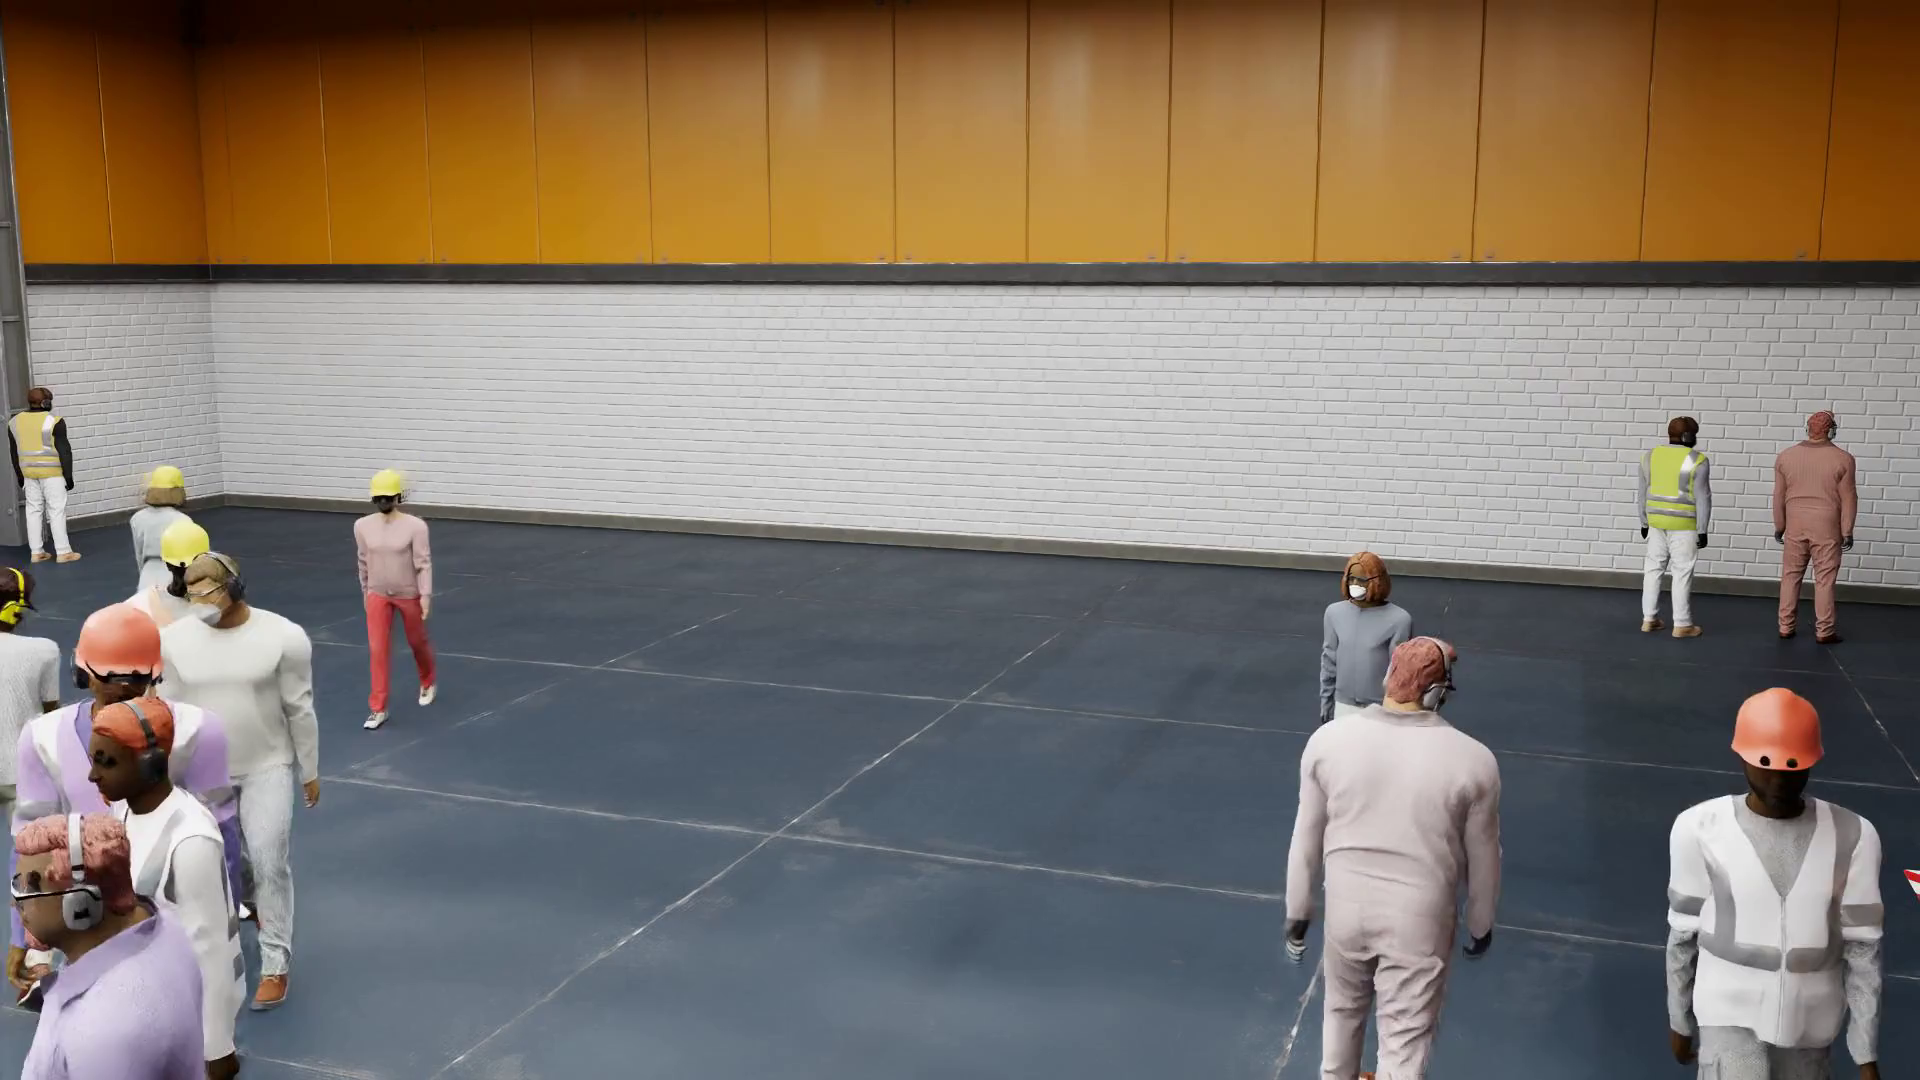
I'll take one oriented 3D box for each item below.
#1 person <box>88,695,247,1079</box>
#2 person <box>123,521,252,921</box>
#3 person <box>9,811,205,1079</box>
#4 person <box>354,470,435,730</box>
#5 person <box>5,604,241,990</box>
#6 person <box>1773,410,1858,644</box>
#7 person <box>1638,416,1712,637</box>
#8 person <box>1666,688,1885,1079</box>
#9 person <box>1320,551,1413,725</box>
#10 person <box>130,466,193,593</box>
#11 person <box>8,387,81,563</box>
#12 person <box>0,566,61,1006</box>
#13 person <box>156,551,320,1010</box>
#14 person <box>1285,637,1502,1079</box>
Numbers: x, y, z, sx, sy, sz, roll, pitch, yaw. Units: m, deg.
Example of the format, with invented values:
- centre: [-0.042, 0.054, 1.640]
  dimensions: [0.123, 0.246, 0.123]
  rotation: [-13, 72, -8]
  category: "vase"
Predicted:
- centre: [-2.265, 1.349, 4.746]
  dimensions: [0.497, 1.866, 0.589]
  rotation: [-7, 11, -35]
  category: "person"
- centre: [-3.701, 0.823, 7.991]
  dimensions: [0.575, 1.880, 0.956]
  rotation: [-6, 11, -35]
  category: "person"
- centre: [-1.810, 1.501, 3.710]
  dimensions: [0.541, 1.890, 0.662]
  rotation: [-3, 10, -19]
  category: "person"
- centre: [-3.840, 0.359, 11.359]
  dimensions: [0.529, 1.714, 0.932]
  rotation: [0, 9, -2]
  category: "person"
- centre: [-2.654, 1.187, 5.277]
  dimensions: [0.644, 2.008, 0.643]
  rotation: [-1, 9, -6]
  category: "person"
- centre: [7.012, -0.107, 13.643]
  dimensions: [0.407, 1.910, 0.640]
  rotation: [-9, 13, -43]
  category: "person"
- centre: [5.983, -0.116, 13.914]
  dimensions: [0.429, 1.840, 0.629]
  rotation: [-6, 11, -33]
  category: "person"
- centre: [2.299, 1.329, 4.769]
  dimensions: [0.543, 1.903, 0.963]
  rotation: [2, 9, 14]
  category: "person"
- centre: [2.071, 0.859, 8.531]
  dimensions: [0.493, 1.624, 0.280]
  rotation: [7, 12, 39]
  category: "person"
- centre: [-5.497, 0.332, 11.586]
  dimensions: [0.507, 1.695, 0.911]
  rotation: [1, 9, 8]
  category: "person"
- centre: [-9.564, -0.678, 17.396]
  dimensions: [0.633, 1.839, 0.429]
  rotation: [1, 9, 6]
  category: "person"
- centre: [-4.017, 1.022, 6.961]
  dimensions: [0.542, 1.821, 0.847]
  rotation: [-4, 10, -24]
  category: "person"
- centre: [-3.050, 0.953, 7.088]
  dimensions: [0.635, 1.911, 0.840]
  rotation: [-2, 9, -12]
  category: "person"
- centre: [1.429, 1.238, 5.524]
  dimensions: [0.663, 1.858, 0.901]
  rotation: [5, 11, 30]
  category: "person"
